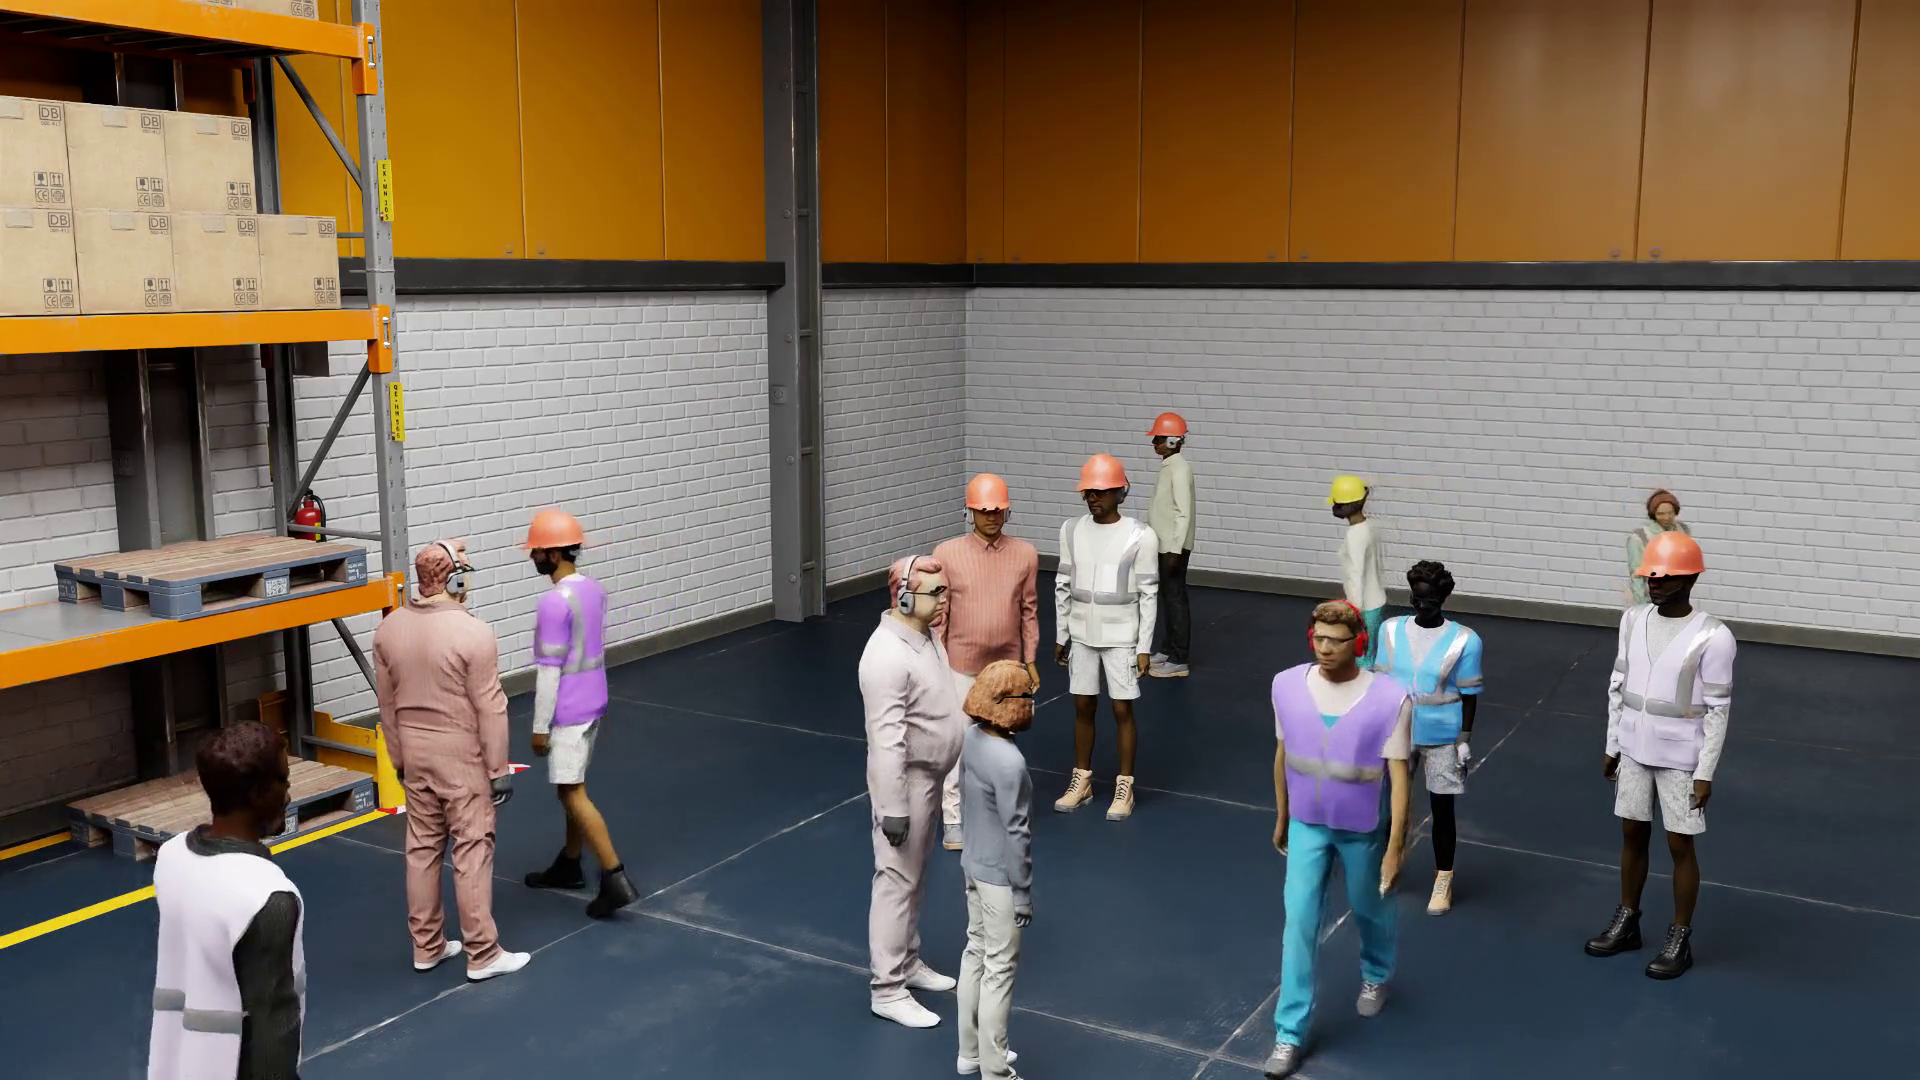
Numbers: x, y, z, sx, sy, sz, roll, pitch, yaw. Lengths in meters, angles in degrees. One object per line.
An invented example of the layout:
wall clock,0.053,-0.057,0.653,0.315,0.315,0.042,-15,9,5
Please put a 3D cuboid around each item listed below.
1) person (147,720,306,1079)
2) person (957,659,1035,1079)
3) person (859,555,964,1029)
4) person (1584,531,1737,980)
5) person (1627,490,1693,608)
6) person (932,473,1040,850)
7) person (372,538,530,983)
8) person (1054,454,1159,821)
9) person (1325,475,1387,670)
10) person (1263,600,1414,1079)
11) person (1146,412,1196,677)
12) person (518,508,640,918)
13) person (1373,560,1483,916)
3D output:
person,-1.927,1.408,4.289,0.599,1.898,0.734,8,12,41
person,0.145,1.241,6.142,0.265,1.632,0.508,-3,10,-19
person,-0.182,1.001,6.795,0.403,1.906,0.652,2,9,11
person,3.032,0.919,7.205,0.354,1.939,0.545,-6,11,-34
person,4.750,0.432,11.324,0.533,1.582,0.733,-1,9,-7
person,0.131,0.636,8.789,0.608,1.996,0.381,-3,9,-15
person,-2.177,0.942,7.157,0.637,1.911,0.403,4,10,26
person,0.793,0.538,9.256,0.608,2.044,0.377,5,10,29
person,2.574,0.435,10.825,0.431,1.734,0.551,4,10,22
person,1.494,1.101,6.530,0.579,1.798,0.996,5,11,30
person,1.582,0.033,12.553,0.380,1.996,0.608,0,9,-1
person,-1.827,0.802,7.955,0.660,1.934,0.626,1,9,4
person,2.198,0.927,7.913,0.532,1.696,0.318,6,11,34
